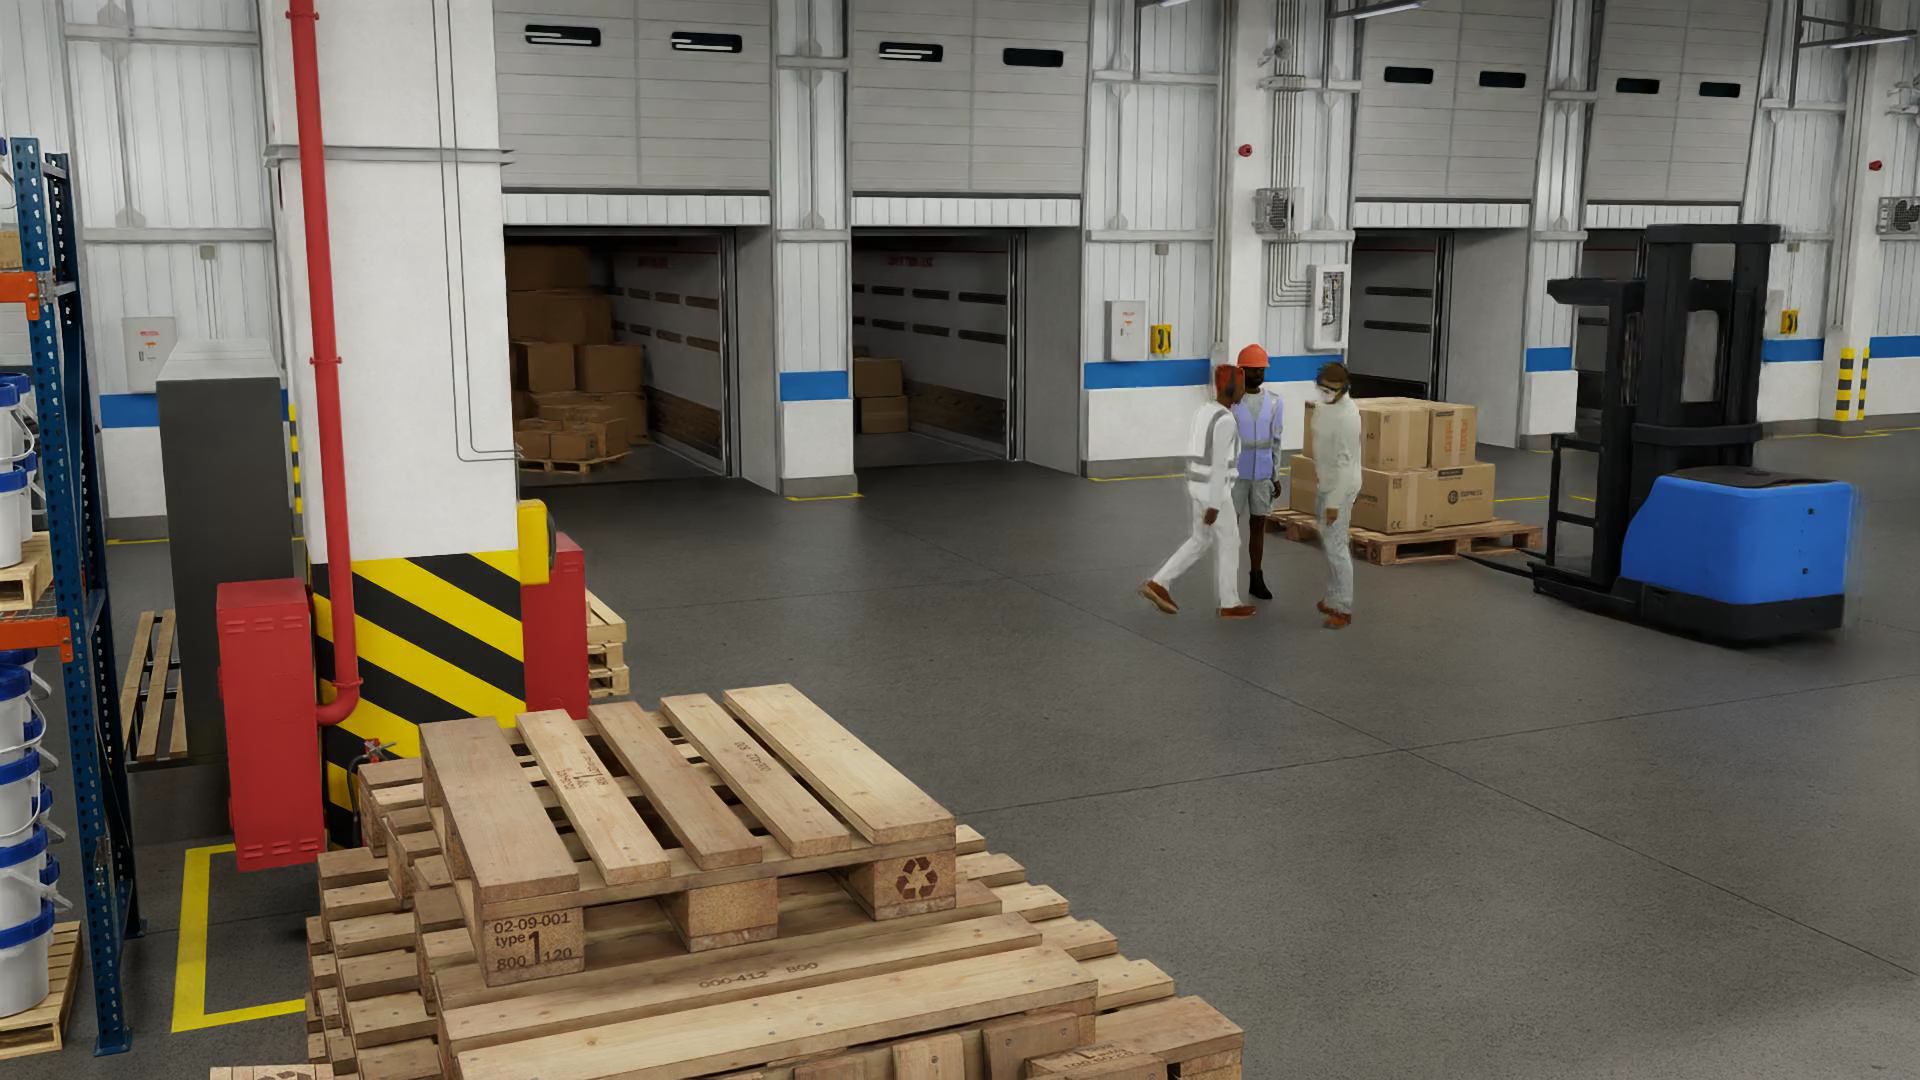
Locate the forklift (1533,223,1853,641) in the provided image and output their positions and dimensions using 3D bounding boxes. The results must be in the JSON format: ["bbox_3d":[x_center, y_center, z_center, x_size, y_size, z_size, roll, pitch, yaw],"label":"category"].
[{"bbox_3d":[5.253,-0.840,11.814,1.129,2.768,1.873,-4,11,-23],"label":"forklift"}]

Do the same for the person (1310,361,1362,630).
[{"bbox_3d":[2.633,-0.332,11.775,0.374,1.902,0.784,0,10,-1],"label":"person"}]

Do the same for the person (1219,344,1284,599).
[{"bbox_3d":[2.181,-0.508,12.574,0.545,1.942,0.350,-2,10,-10],"label":"person"}]

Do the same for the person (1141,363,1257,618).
[{"bbox_3d":[1.726,-0.336,11.895,0.778,1.859,0.585,-2,11,-12],"label":"person"}]
